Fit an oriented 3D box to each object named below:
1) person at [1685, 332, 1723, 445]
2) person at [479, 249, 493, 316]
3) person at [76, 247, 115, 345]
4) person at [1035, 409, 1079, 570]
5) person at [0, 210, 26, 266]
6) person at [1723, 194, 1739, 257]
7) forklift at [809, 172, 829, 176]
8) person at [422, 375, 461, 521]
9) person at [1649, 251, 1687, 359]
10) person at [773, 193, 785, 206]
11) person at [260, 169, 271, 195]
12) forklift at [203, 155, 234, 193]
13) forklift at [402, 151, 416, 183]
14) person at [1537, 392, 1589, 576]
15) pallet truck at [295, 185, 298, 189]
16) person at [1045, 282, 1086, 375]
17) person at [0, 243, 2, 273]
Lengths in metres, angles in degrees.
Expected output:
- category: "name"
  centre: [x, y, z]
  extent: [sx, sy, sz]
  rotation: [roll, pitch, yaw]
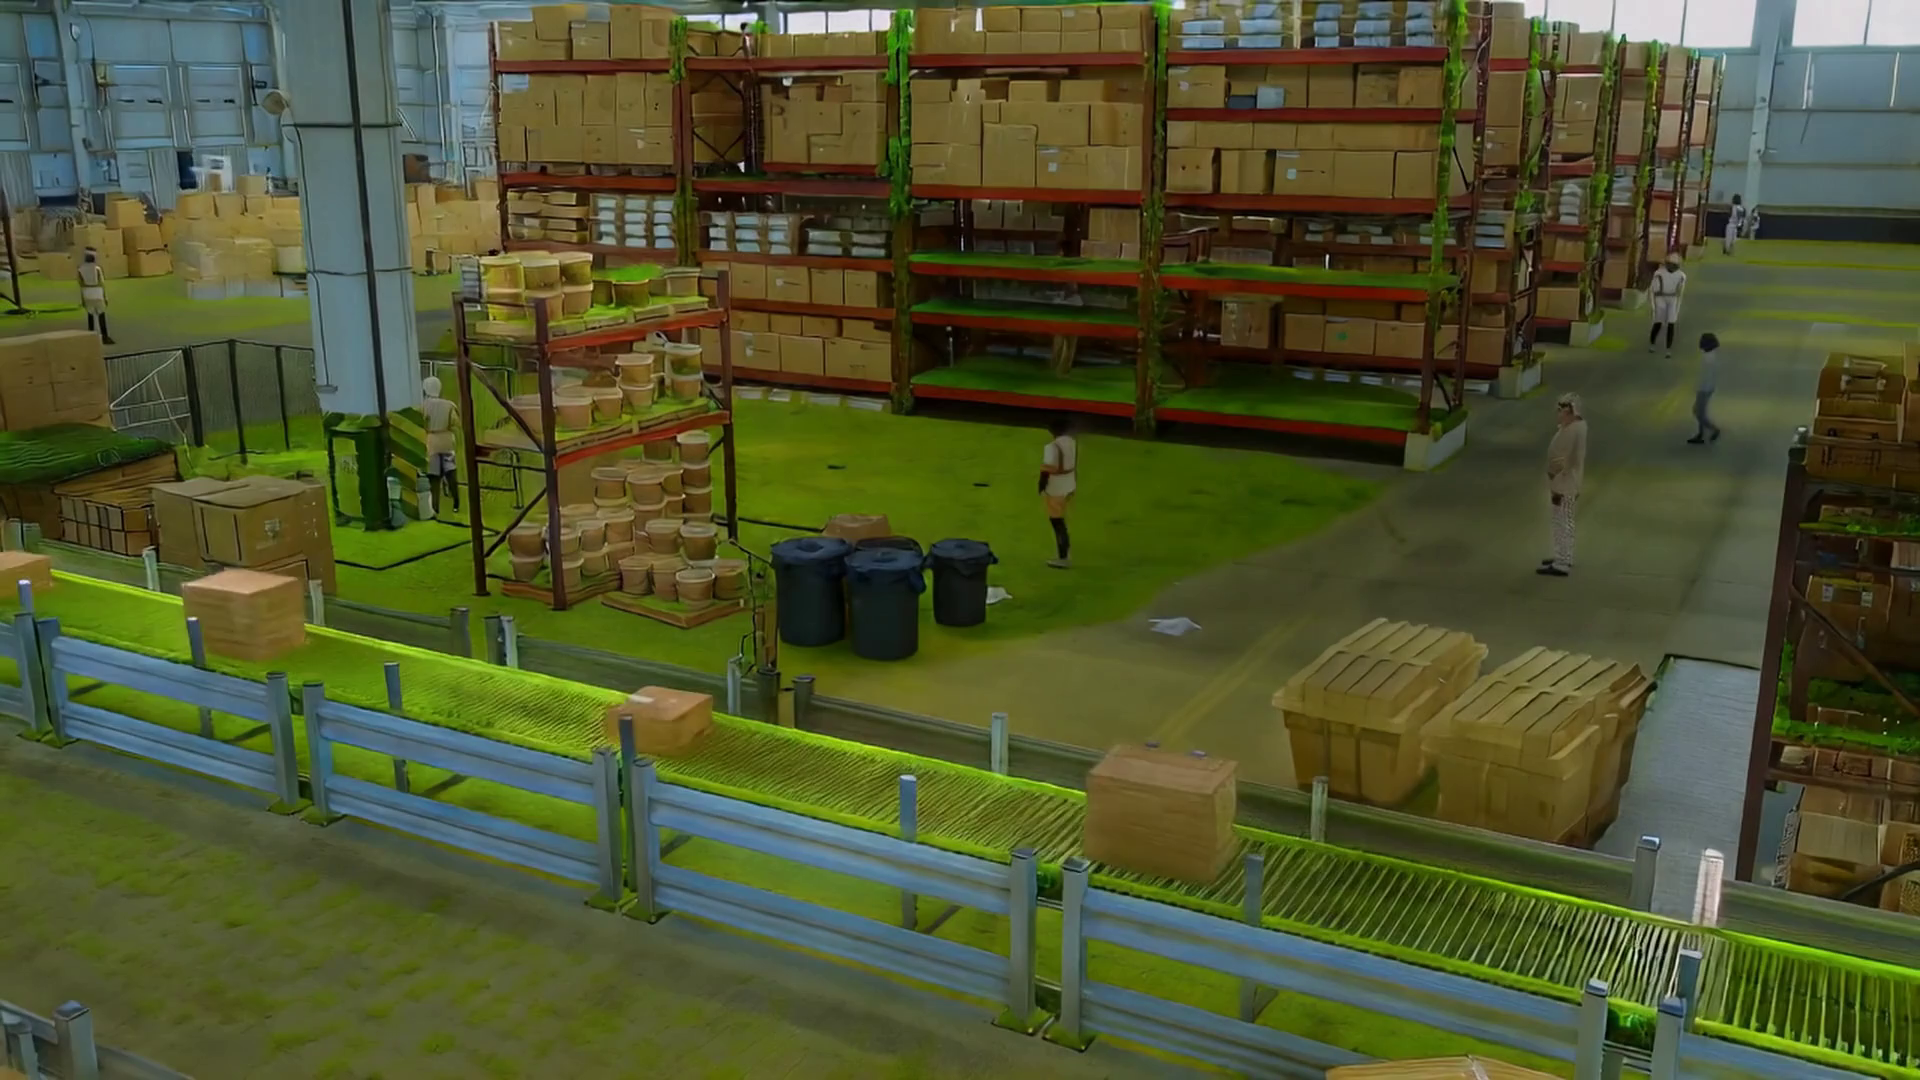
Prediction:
- category: "person"
  centre: [10.548, -2.121, 23.458]
  extent: [0.418, 1.622, 0.514]
  rotation: [12, 19, 37]
- category: "person"
  centre: [-9.231, -4.734, 32.682]
  extent: [0.422, 1.963, 0.611]
  rotation: [-1, 15, -3]
- category: "person"
  centre: [-17.240, -4.851, 33.142]
  extent: [0.545, 1.938, 0.361]
  rotation: [-1, 15, -2]
- category: "person"
  centre: [1.024, -0.528, 17.385]
  extent: [0.389, 1.685, 0.542]
  rotation: [9, 18, 31]
- category: "person"
  centre: [-27.592, -8.723, 48.124]
  extent: [0.497, 1.719, 0.750]
  rotation: [14, 20, 43]
- category: "person"
  centre: [23.989, -9.784, 51.743]
  extent: [0.390, 1.919, 0.598]
  rotation: [5, 16, 18]
- category: "forklift"
  centre: [-5.181, -12.877, 61.509]
  extent: [1.873, 2.768, 1.129]
  rotation: [8, 17, 28]
- category: "person"
  centre: [-6.090, -1.078, 19.411]
  extent: [0.540, 1.699, 0.317]
  rotation: [-12, 19, -38]
- category: "person"
  centre: [13.430, -4.485, 31.624]
  extent: [0.611, 2.022, 0.883]
  rotation: [3, 15, 12]
- category: "person"
  centre: [-5.825, -10.514, 54.567]
  extent: [0.613, 1.863, 0.996]
  rotation: [3, 15, 10]
- category: "person"
  centre: [-29.131, -14.546, 69.637]
  extent: [0.813, 1.906, 0.563]
  rotation: [-11, 19, -36]
- category: "forklift"
  centre: [-26.676, -12.494, 60.067]
  extent: [1.129, 2.768, 1.873]
  rotation: [3, 15, 11]
- category: "forklift"
  centre: [-21.377, -13.658, 64.445]
  extent: [1.873, 2.768, 1.129]
  rotation: [0, 15, 1]
- category: "person"
  centre: [6.220, -0.586, 17.168]
  extent: [0.408, 1.906, 0.654]
  rotation: [8, 17, 26]
- category: "pallet truck"
  centre: [-26.804, -14.617, 69.738]
  extent: [1.885, 1.965, 0.823]
  rotation: [-14, 20, -42]
- category: "person"
  centre: [1.804, -3.465, 28.076]
  extent: [0.677, 1.873, 0.489]
  rotation: [-12, 19, -37]
- category: "person"
  centre: [-27.328, -8.458, 46.881]
  extent: [0.508, 1.846, 0.345]
  rotation: [-6, 16, -20]
